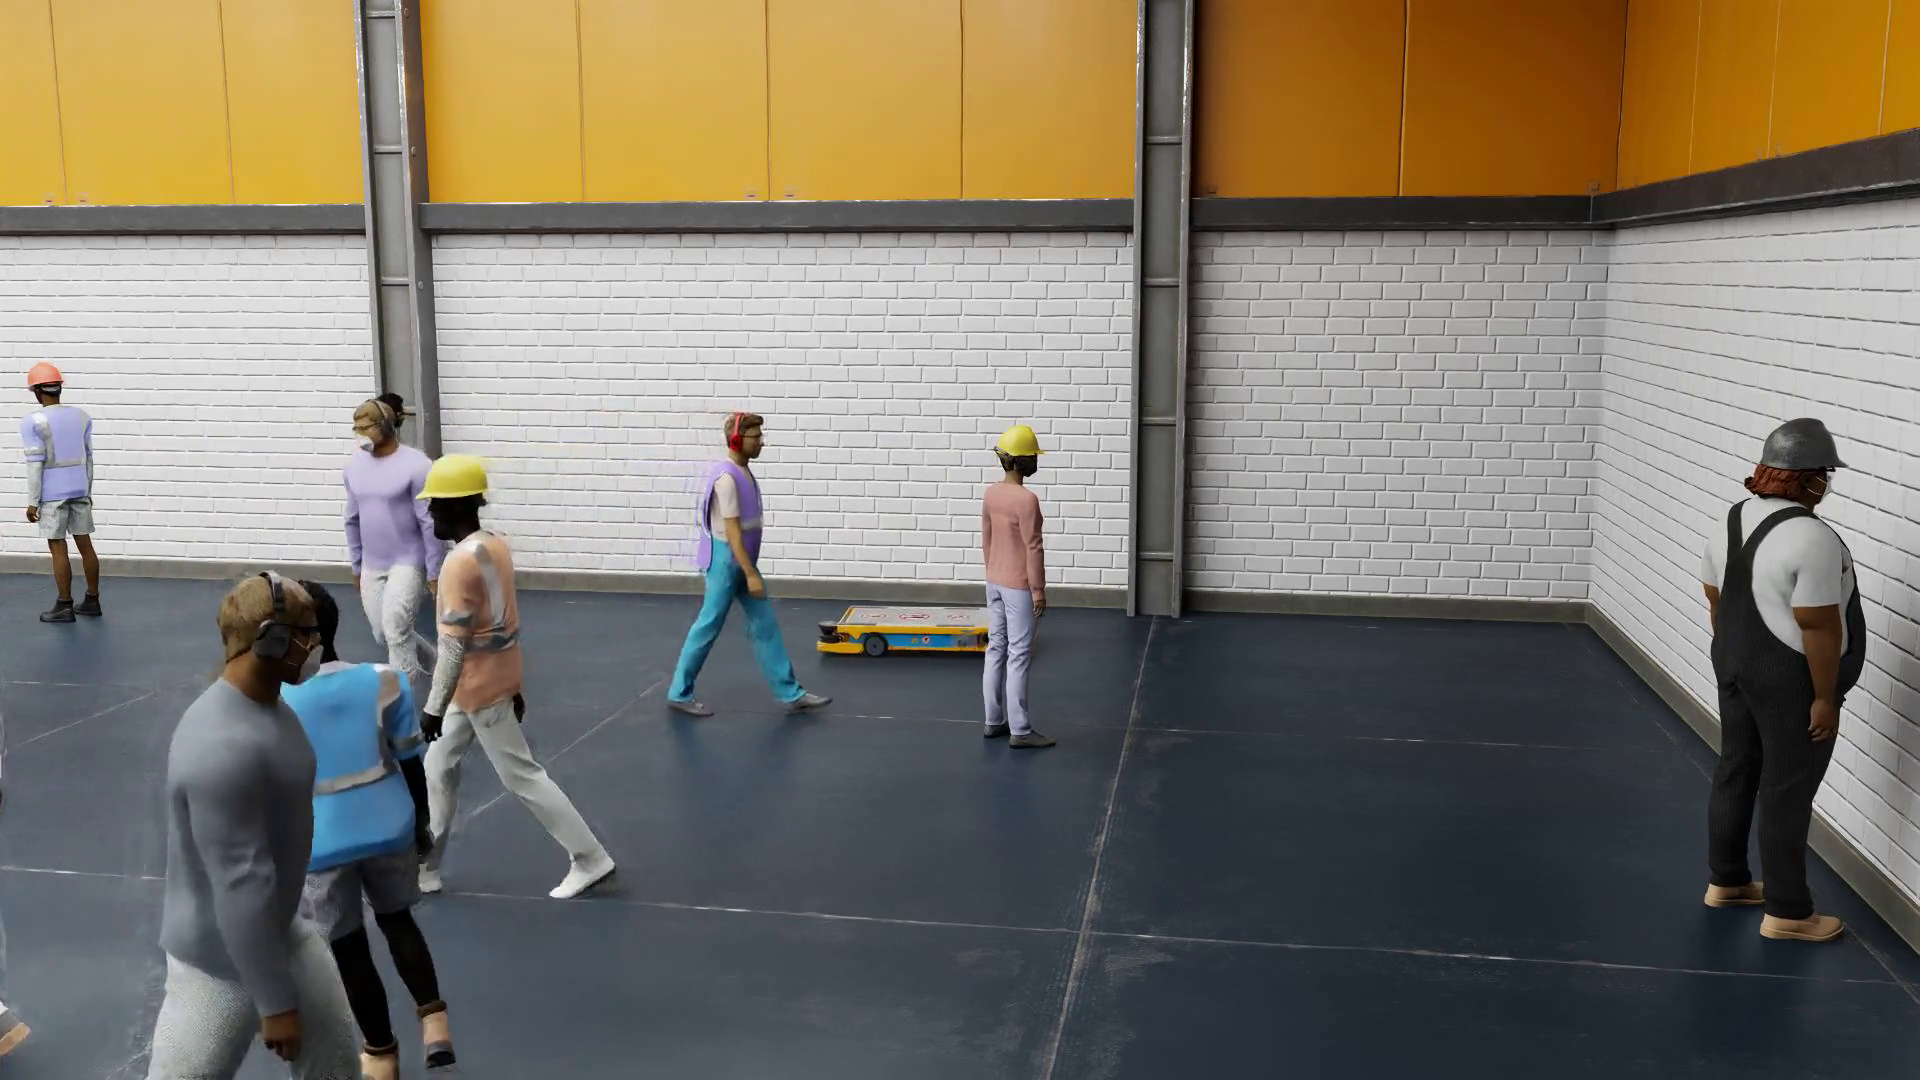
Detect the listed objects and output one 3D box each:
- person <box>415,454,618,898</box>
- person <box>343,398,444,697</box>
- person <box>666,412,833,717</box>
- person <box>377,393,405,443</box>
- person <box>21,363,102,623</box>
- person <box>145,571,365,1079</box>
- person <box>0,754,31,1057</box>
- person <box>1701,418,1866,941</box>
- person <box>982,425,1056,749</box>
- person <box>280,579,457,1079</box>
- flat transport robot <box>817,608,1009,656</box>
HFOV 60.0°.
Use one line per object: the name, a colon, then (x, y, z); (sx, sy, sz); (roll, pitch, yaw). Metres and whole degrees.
person: (-1.927, 0.576, 6.834); (1.019, 1.877, 0.585); (-2, 9, -10)
person: (-3.150, 0.139, 9.431); (0.645, 1.912, 0.811); (4, 10, 21)
person: (-1.275, 0.159, 9.638); (0.987, 1.792, 0.566); (1, 9, 8)
person: (-4.316, -0.268, 12.592); (0.320, 1.691, 0.536); (-3, 10, -15)
person: (-6.688, -0.346, 12.334); (0.385, 1.927, 0.545); (4, 10, 24)
person: (-1.738, 1.014, 4.137); (1.076, 1.868, 0.656); (-1, 9, -7)
person: (-3.278, 0.814, 5.385); (0.554, 1.864, 0.598); (2, 9, 12)
person: (3.278, 0.530, 6.578); (0.537, 2.000, 0.678); (-2, 9, -11)
person: (0.311, 0.254, 9.126); (0.315, 1.769, 0.523); (-5, 11, -30)
person: (-1.914, 0.944, 5.183); (0.556, 1.665, 0.425); (-7, 12, -37)
flat transport robot: (-0.230, 0.619, 11.470); (1.431, 0.197, 0.652); (1, 9, 4)
